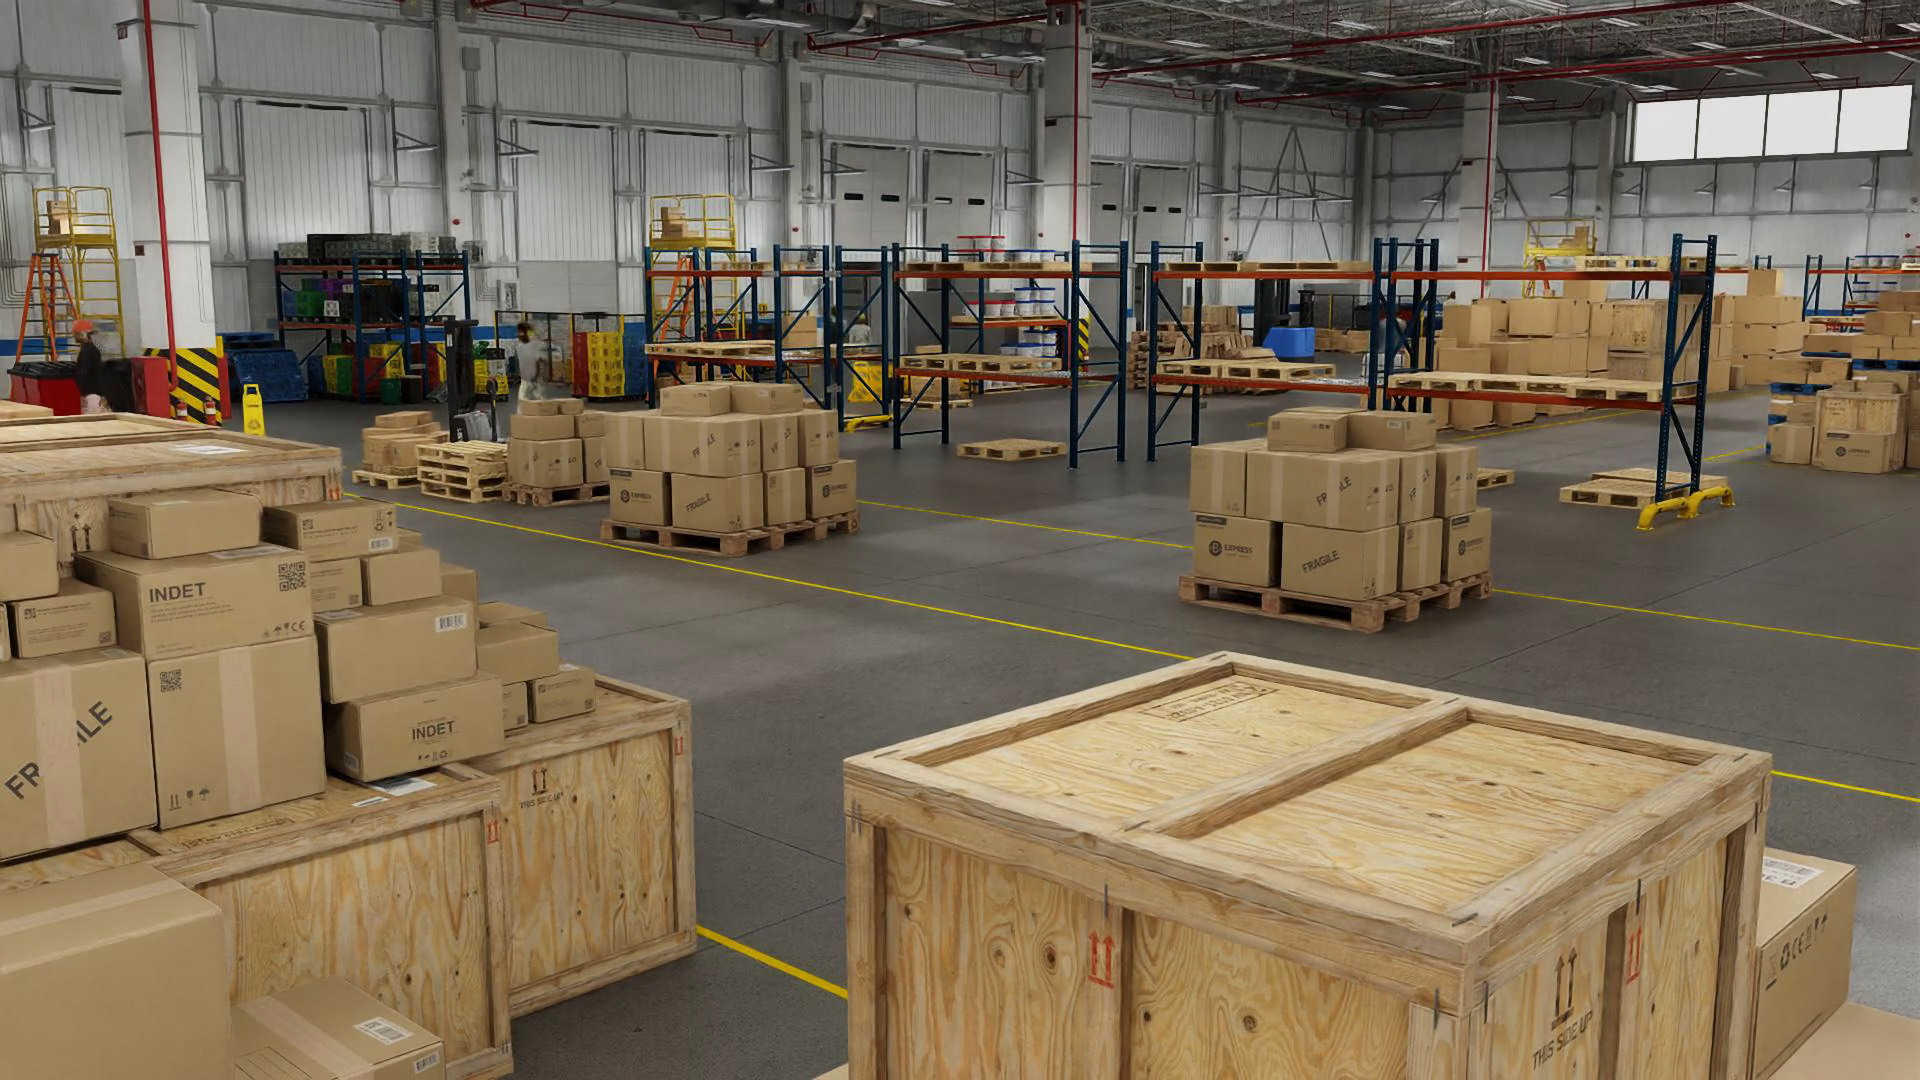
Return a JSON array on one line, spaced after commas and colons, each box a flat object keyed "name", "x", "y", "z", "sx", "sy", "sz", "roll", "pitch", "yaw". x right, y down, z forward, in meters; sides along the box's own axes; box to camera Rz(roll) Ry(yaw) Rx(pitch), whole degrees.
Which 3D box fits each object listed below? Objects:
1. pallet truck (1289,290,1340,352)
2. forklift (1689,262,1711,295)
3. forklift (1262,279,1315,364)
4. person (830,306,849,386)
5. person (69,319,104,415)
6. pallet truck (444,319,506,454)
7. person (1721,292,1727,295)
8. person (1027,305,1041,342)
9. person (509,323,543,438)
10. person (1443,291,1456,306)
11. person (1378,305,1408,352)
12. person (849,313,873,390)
[{"name": "pallet truck", "x": 11.297, "y": -6.951, "z": 52.861, "sx": 1.885, "sy": 1.965, "sz": 0.823, "roll": -5, "pitch": 11, "yaw": -29}, {"name": "forklift", "x": 19.867, "y": -6.089, "z": 44.878, "sx": 1.873, "sy": 2.768, "sz": 1.129, "roll": 3, "pitch": 10, "yaw": 17}, {"name": "forklift", "x": 8.555, "y": -6.090, "z": 44.881, "sx": 1.873, "sy": 2.768, "sz": 1.129, "roll": 9, "pitch": 13, "yaw": 43}, {"name": "person", "x": -2.770, "y": -4.395, "z": 37.695, "sx": 0.547, "sy": 1.821, "sz": 0.715, "roll": 2, "pitch": 9, "yaw": 12}, {"name": "person", "x": -11.788, "y": -2.027, "z": 22.728, "sx": 0.726, "sy": 1.979, "sz": 0.610, "roll": -3, "pitch": 10, "yaw": -20}, {"name": "pallet truck", "x": -6.981, "y": -1.942, "z": 22.150, "sx": 1.885, "sy": 1.965, "sz": 0.823, "roll": 1, "pitch": 9, "yaw": 9}, {"name": "person", "x": 24.513, "y": -6.986, "z": 53.345, "sx": 0.598, "sy": 1.904, "sz": 0.653, "roll": -5, "pitch": 10, "yaw": -27}, {"name": "person", "x": 2.215, "y": -6.378, "z": 50.457, "sx": 0.526, "sy": 1.629, "sz": 0.495, "roll": 6, "pitch": 11, "yaw": 34}, {"name": "person", "x": -6.764, "y": -2.521, "z": 26.276, "sx": 0.522, "sy": 1.825, "sz": 0.963, "roll": 3, "pitch": 10, "yaw": 20}, {"name": "person", "x": 16.040, "y": -7.139, "z": 54.196, "sx": 0.635, "sy": 1.937, "sz": 0.359, "roll": 9, "pitch": 13, "yaw": 42}, {"name": "person", "x": 9.157, "y": -4.028, "z": 35.284, "sx": 0.638, "sy": 1.894, "sz": 1.012, "roll": 5, "pitch": 10, "yaw": 27}, {"name": "person", "x": -2.178, "y": -4.168, "z": 36.684, "sx": 0.506, "sy": 1.693, "sz": 0.899, "roll": 0, "pitch": 9, "yaw": 0}]
